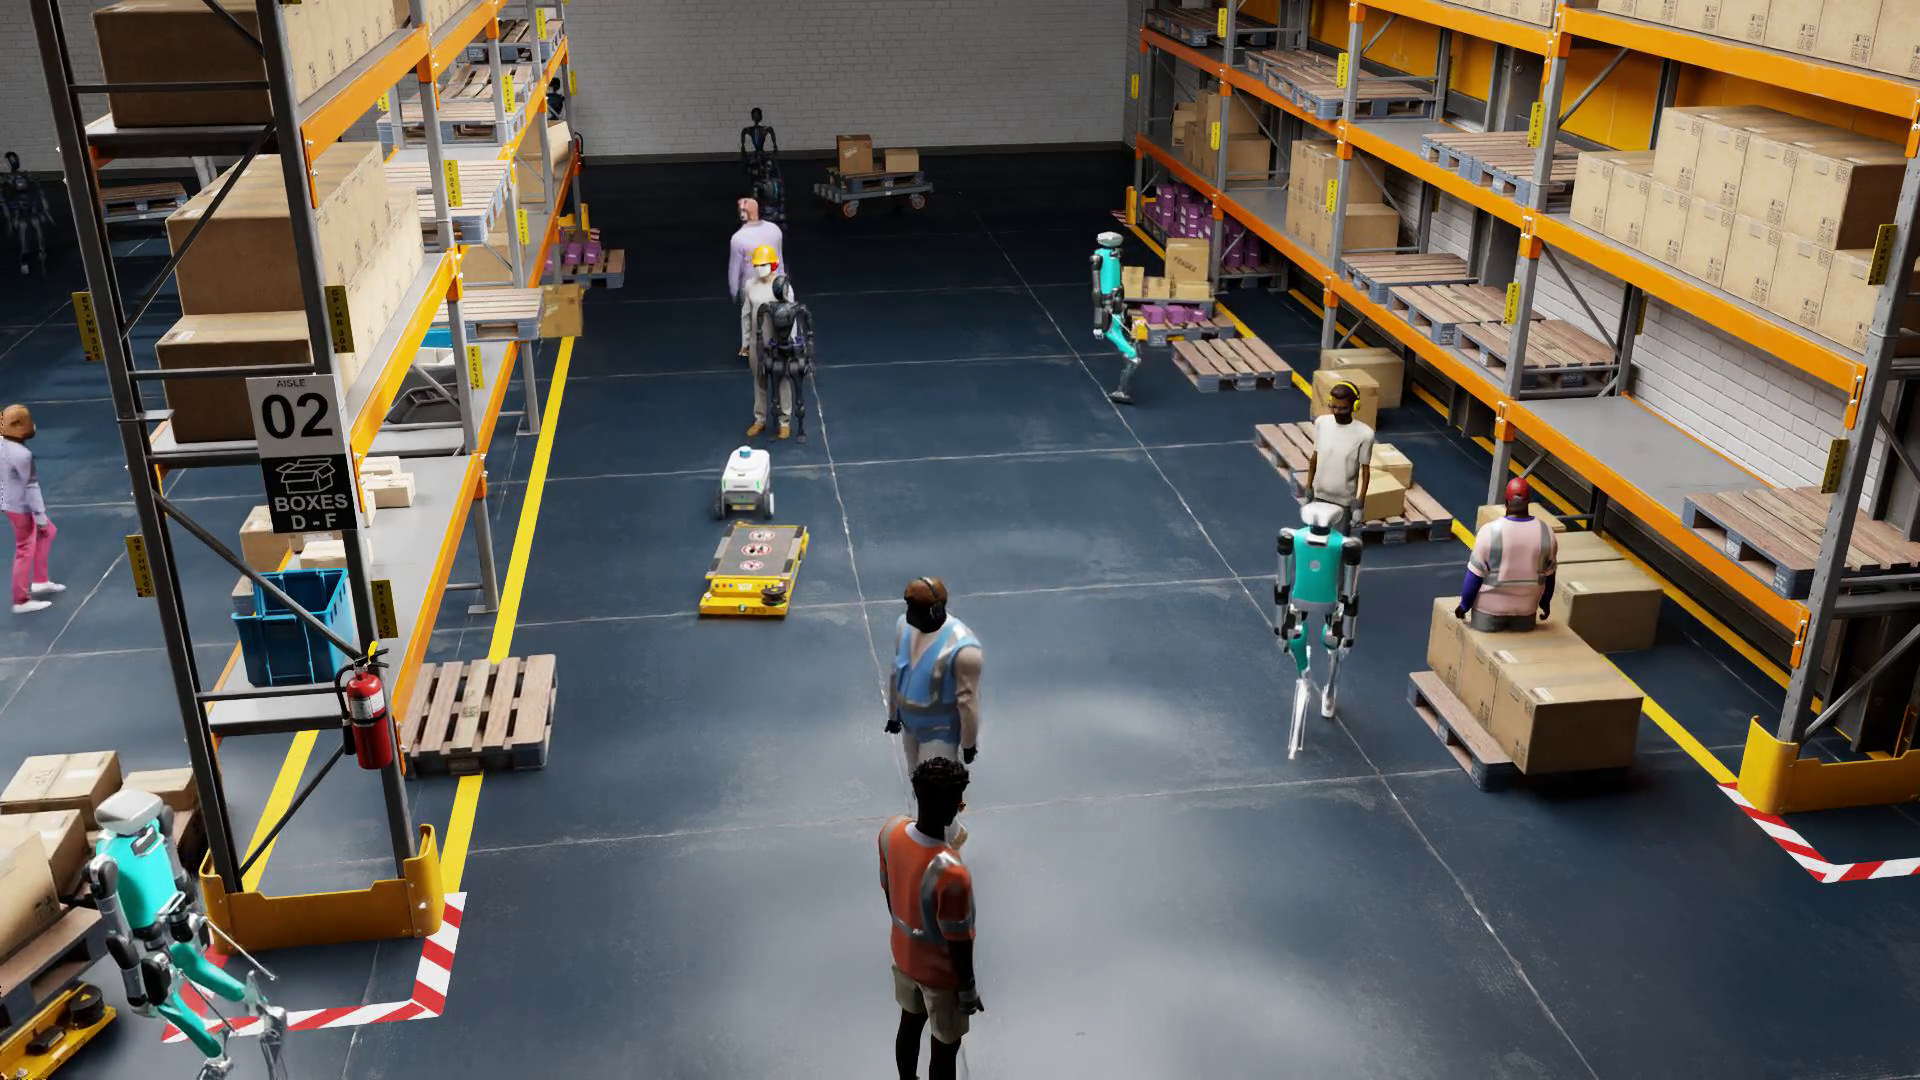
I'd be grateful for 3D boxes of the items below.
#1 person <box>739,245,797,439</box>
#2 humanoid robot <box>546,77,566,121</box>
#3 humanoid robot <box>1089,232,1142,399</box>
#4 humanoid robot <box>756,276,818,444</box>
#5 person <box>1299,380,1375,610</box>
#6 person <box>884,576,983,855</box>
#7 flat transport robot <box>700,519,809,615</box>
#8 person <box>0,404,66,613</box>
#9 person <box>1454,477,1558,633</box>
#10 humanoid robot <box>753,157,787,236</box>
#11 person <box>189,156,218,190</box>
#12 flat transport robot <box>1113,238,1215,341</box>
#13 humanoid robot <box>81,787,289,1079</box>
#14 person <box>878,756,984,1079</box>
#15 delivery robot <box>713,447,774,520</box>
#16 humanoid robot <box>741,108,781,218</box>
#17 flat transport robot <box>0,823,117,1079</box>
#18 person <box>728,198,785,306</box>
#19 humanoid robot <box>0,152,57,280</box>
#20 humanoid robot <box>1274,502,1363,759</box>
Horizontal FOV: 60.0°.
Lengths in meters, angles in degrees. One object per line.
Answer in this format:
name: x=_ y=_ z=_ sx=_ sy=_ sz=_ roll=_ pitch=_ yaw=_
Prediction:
person: x=-1.837 y=-1.907 z=16.001 sx=0.572 sy=1.897 sz=0.360 roll=7 pitch=25 yaw=15
humanoid robot: x=-6.637 y=-6.765 z=27.343 sx=0.584 sy=1.647 sz=0.366 roll=7 pitch=25 yaw=15
humanoid robot: x=1.685 y=-2.173 z=16.871 sx=0.761 sy=1.829 sz=0.544 roll=16 pitch=28 yaw=32
humanoid robot: x=-1.655 y=-1.724 z=15.862 sx=0.610 sy=1.652 sz=0.350 roll=3 pitch=24 yaw=7
person: x=2.775 y=-0.292 z=12.366 sx=0.505 sy=1.861 sz=0.330 roll=18 pitch=29 yaw=35
person: x=-0.177 y=1.045 z=9.358 sx=0.472 sy=1.823 sz=0.647 roll=-19 pitch=30 yaw=-36
flat transport robot: x=-1.613 y=0.209 z=13.202 sx=0.659 sy=0.231 sz=1.431 roll=1 pitch=24 yaw=2
person: x=-7.069 y=-0.237 z=12.557 sx=0.509 sy=1.600 sz=0.511 roll=22 pitch=32 yaw=40
person: x=3.560 y=0.417 z=10.887 sx=0.612 sy=1.748 sz=0.419 roll=0 pitch=24 yaw=0
humanoid robot: x=-2.448 y=-4.039 z=21.151 sx=0.409 sy=1.658 sz=0.601 roll=19 pitch=30 yaw=37
person: x=-11.699 y=-6.056 z=25.519 sx=0.430 sy=1.845 sz=0.618 roll=1 pitch=24 yaw=2
flat transport robot: x=2.391 y=-2.650 z=19.715 sx=0.659 sy=0.231 sz=1.431 roll=3 pitch=24 yaw=8
humanoid robot: x=-3.360 y=1.930 z=7.483 sx=0.870 sy=1.785 sz=0.547 roll=3 pitch=24 yaw=7
person: x=-0.111 y=1.840 z=7.387 sx=0.370 sy=1.959 sz=0.602 roll=-16 pitch=28 yaw=-32
delivery robot: x=-1.862 y=-0.507 z=14.479 sx=0.499 sy=0.596 sz=0.775 roll=0 pitch=24 yaw=0
humanoid robot: x=-2.928 y=-5.519 z=24.493 sx=0.586 sy=1.640 sz=0.340 roll=2 pitch=24 yaw=4
flat transport robot: x=-5.025 y=2.381 z=8.254 sx=1.431 sy=0.231 sz=0.659 roll=7 pitch=25 yaw=15
person: x=-2.246 y=-2.760 z=17.955 sx=0.660 sy=1.881 sz=0.641 roll=-21 pitch=31 yaw=-39
humanoid robot: x=-12.055 y=-4.193 z=21.481 sx=0.416 sy=1.650 sz=0.588 roll=21 pitch=31 yaw=39
humanoid robot: x=2.347 y=0.498 z=10.791 sx=0.536 sy=1.785 sz=1.017 roll=10 pitch=26 yaw=21
